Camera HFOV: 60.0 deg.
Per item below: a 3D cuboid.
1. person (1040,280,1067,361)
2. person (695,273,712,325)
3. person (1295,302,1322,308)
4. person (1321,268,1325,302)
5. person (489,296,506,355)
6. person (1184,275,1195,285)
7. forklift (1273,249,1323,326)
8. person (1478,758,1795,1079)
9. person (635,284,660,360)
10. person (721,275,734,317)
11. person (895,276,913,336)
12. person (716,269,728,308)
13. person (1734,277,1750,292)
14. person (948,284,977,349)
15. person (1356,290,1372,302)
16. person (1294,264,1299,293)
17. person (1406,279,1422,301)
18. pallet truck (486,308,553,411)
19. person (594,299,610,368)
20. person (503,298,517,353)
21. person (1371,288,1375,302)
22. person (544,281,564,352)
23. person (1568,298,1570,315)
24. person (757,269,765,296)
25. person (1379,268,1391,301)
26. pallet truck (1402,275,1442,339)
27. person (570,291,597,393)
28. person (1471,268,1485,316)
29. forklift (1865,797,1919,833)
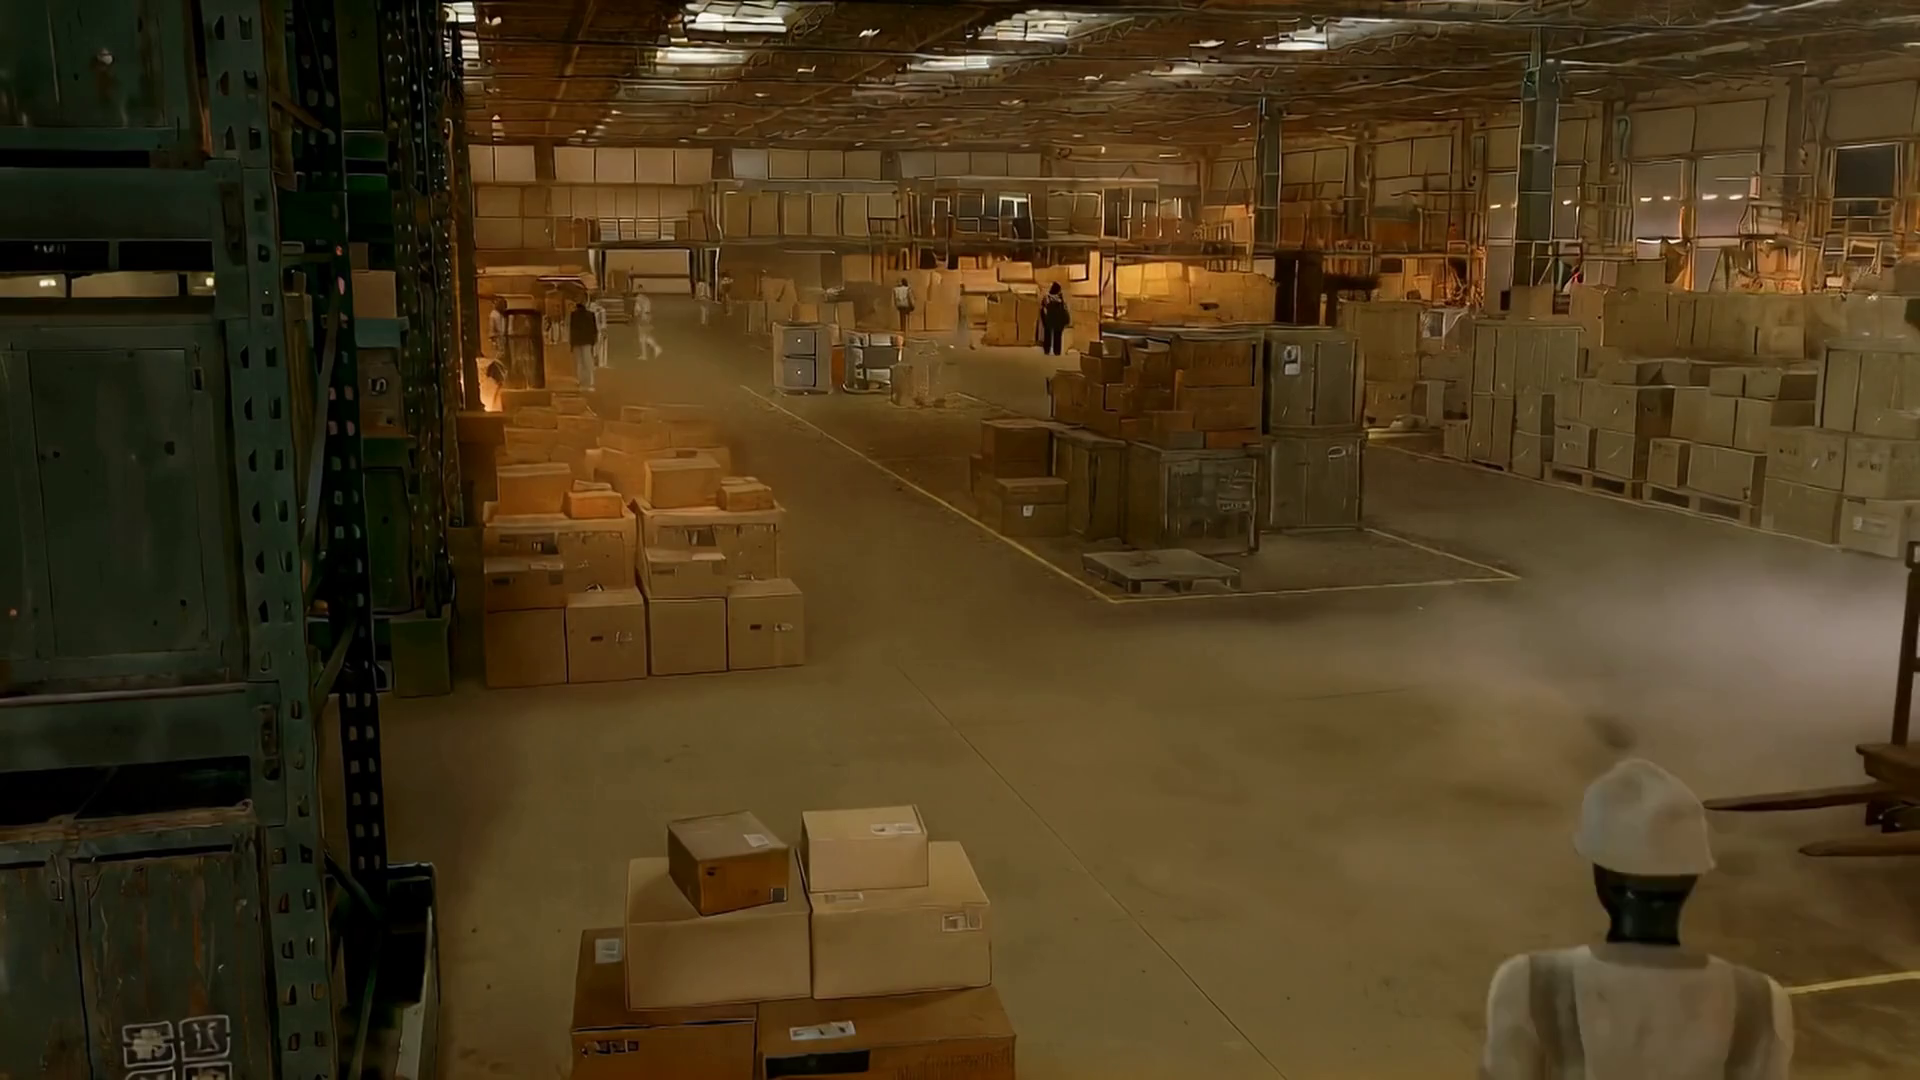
[{"bbox_3d":[2.381,-5.546,41.955,0.697,2.000,0.609,-1,10,-5],"label":"person"},{"bbox_3d":[-9.329,-8.748,60.510,0.601,1.899,0.553,0,10,2],"label":"person"},{"bbox_3d":[8.248,-5.047,39.544,0.656,1.899,0.420,3,10,16],"label":"person"},{"bbox_3d":[17.209,-12.075,79.519,0.692,1.836,0.430,9,13,41],"label":"person"},{"bbox_3d":[-9.142,-3.885,32.997,0.359,1.883,0.573,0,10,-1],"label":"person"},{"bbox_3d":[8.222,-8.599,59.773,0.569,1.860,0.316,9,13,42],"label":"person"},{"bbox_3d":[4.855,-2.824,24.162,1.873,2.768,1.129,-3,10,-15],"label":"forklift"},{"bbox_3d":[1.252,1.371,3.131,0.547,1.921,0.623,1,10,6],"label":"person"},{"bbox_3d":[-7.972,-5.522,42.175,0.545,1.916,0.573,4,11,21],"label":"person"},{"bbox_3d":[-9.438,-9.862,67.271,0.547,1.717,0.877,1,10,3],"label":"person"},{"bbox_3d":[-1.804,-7.552,53.660,0.590,1.919,0.392,5,11,24],"label":"person"},{"bbox_3d":[-11.154,-11.716,77.564,0.967,1.796,0.540,9,14,42],"label":"person"},{"bbox_3d":[24.346,-7.221,51.802,0.628,1.905,0.666,-4,11,-21],"label":"person"},{"bbox_3d":[0.043,-6.261,46.617,0.922,1.838,0.540,9,13,41],"label":"person"},{"bbox_3d":[12.028,-6.807,49.721,0.431,1.853,0.624,9,14,43],"label":"person"},{"bbox_3d":[17.960,-13.757,88.769,0.657,1.920,0.706,-2,10,-13],"label":"person"},{"bbox_3d":[13.004,-6.494,47.613,0.630,1.940,0.371,-8,13,-38],"label":"person"},{"bbox_3d":[-6.242,-2.418,24.362,0.823,1.965,1.885,1,10,3],"label":"pallet truck"},{"bbox_3d":[-8.462,-4.865,39.233,0.306,1.639,0.523,4,11,20],"label":"person"},{"bbox_3d":[-10.391,-4.679,38.017,0.542,1.695,0.316,-4,11,-19],"label":"person"},{"bbox_3d":[13.412,-7.561,54.457,0.874,1.649,0.531,5,11,27],"label":"person"},{"bbox_3d":[-11.013,-6.058,45.144,0.545,1.938,0.357,0,10,1],"label":"person"},{"bbox_3d":[14.208,-4.839,38.436,0.666,1.867,1.028,-6,12,-31],"label":"person"},{"bbox_3d":[-8.071,-10.098,67.969,0.633,1.951,0.506,5,11,28],"label":"person"},{"bbox_3d":[18.778,-11.075,73.627,0.545,1.921,0.626,7,12,34],"label":"person"},{"bbox_3d":[14.620,-7.324,52.145,0.823,1.965,1.885,8,13,40],"label":"pallet truck"},{"bbox_3d":[-7.416,-3.878,32.645,0.623,1.990,0.388,5,11,28],"label":"person"},{"bbox_3d":[20.535,-9.769,66.039,0.397,1.992,0.632,-4,11,-23],"label":"person"},{"bbox_3d":[5.487,0.095,7.636,1.873,2.768,1.129,-3,10,-15],"label":"forklift"}]
